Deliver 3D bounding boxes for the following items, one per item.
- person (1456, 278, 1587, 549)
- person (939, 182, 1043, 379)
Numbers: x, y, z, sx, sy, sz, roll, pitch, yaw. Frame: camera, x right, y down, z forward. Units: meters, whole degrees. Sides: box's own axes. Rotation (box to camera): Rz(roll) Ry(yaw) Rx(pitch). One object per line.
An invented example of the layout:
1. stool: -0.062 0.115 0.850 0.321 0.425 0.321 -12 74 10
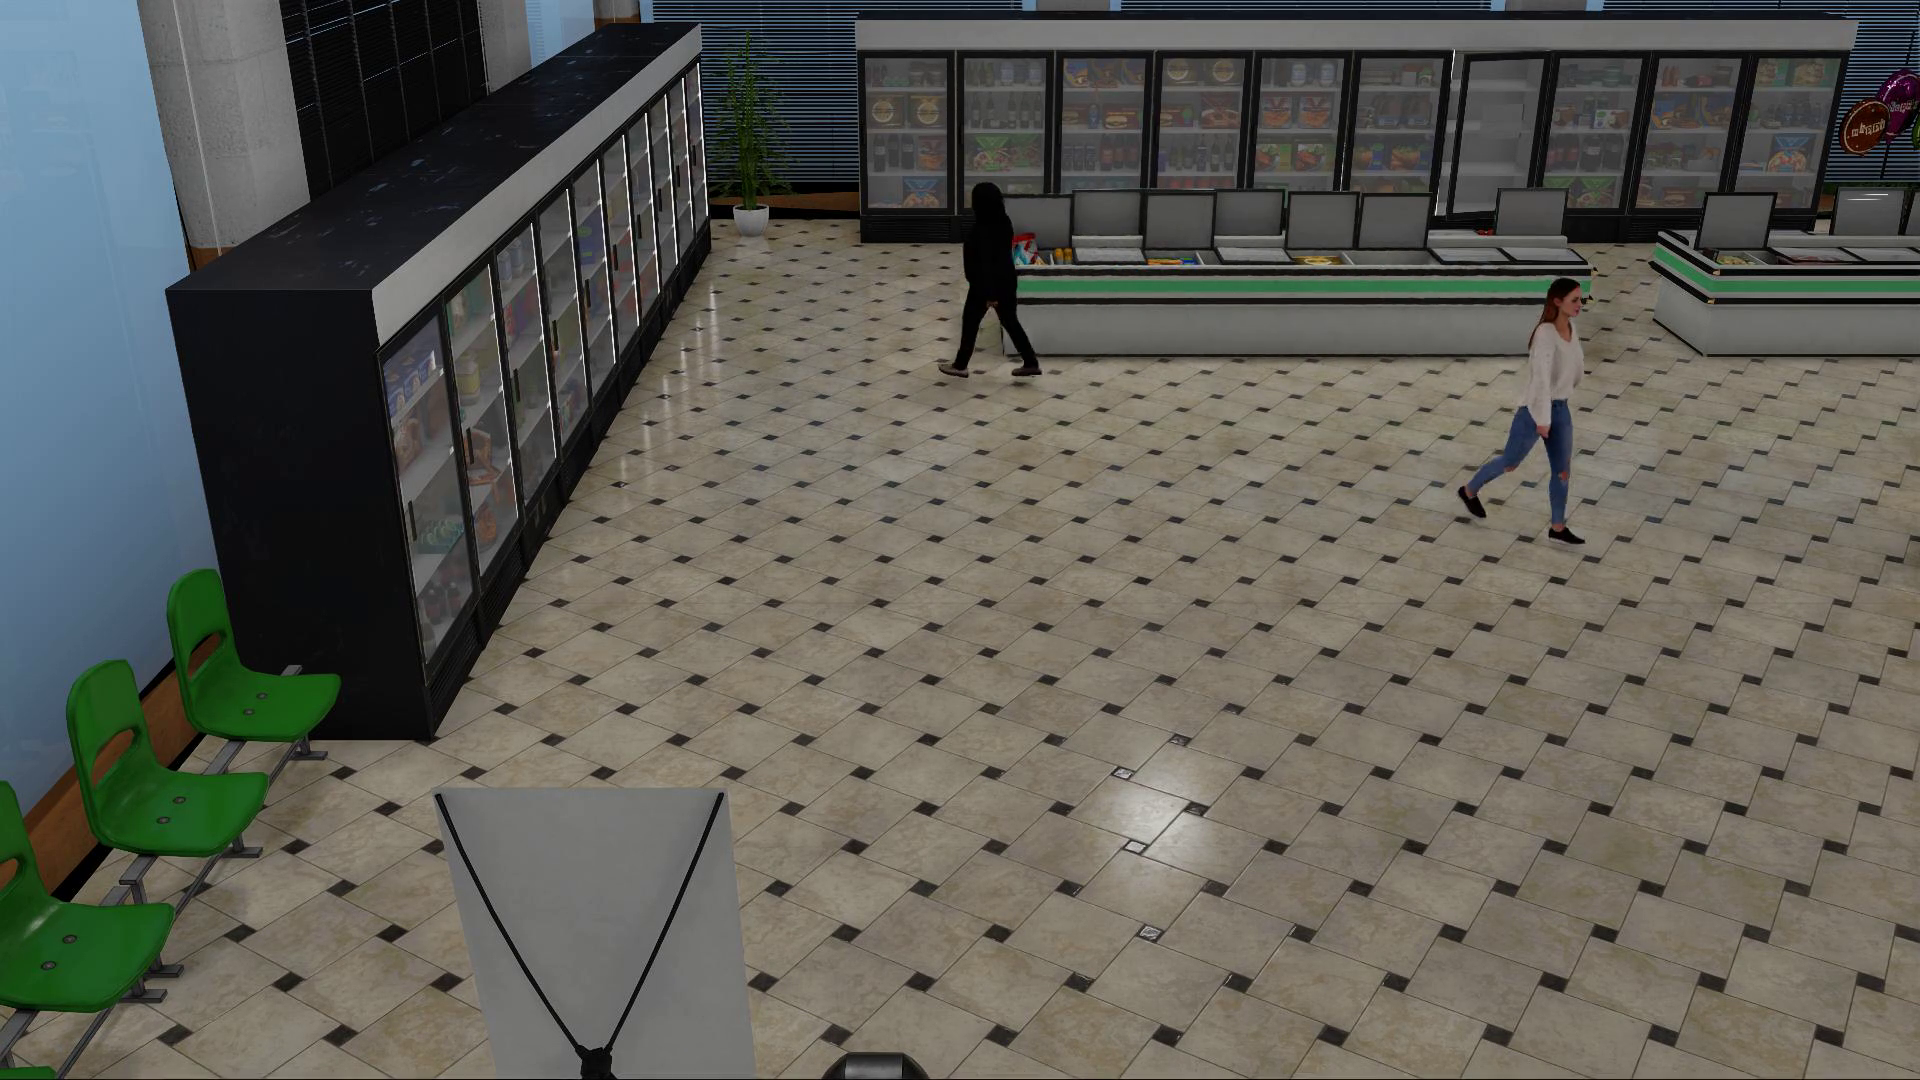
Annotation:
1. person: 3.521 -0.789 10.302 1.109 1.656 1.128 -19 30 -37
2. person: 0.342 -2.009 13.185 1.172 1.579 0.953 11 26 23
